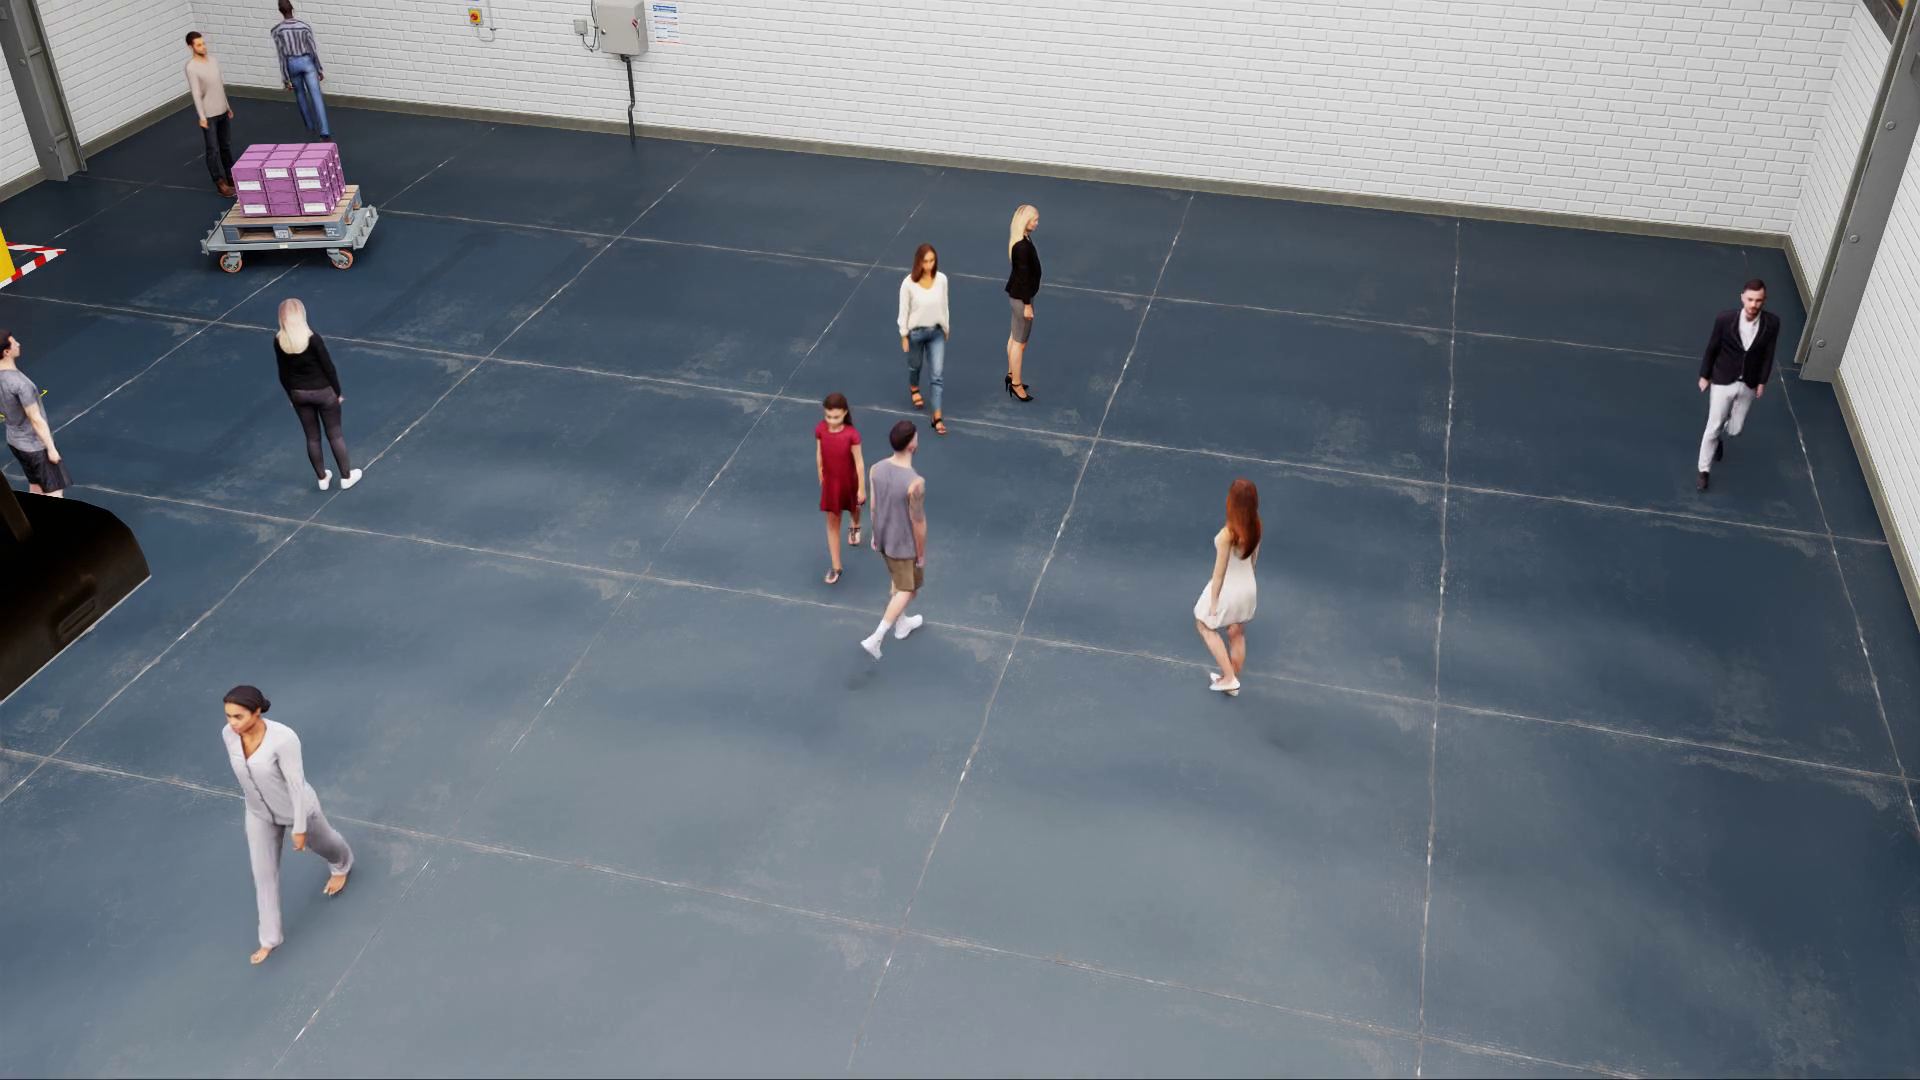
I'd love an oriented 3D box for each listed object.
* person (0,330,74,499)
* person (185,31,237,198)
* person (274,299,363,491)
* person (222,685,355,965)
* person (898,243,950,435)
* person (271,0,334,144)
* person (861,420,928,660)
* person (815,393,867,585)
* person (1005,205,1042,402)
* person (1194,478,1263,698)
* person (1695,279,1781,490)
[{"bbox_3d":[-7.146,-0.765,12.778,0.717,1.868,0.686,24,41,32],"label":"person"},{"bbox_3d":[-8.517,-4.872,18.959,0.723,1.865,0.490,10,35,15],"label":"person"},{"bbox_3d":[-5.272,-1.171,13.553,0.652,1.686,0.608,2,34,2],"label":"person"},{"bbox_3d":[-3.837,1.489,9.547,0.737,1.691,1.170,4,34,6],"label":"person"},{"bbox_3d":[-0.340,-1.826,14.584,0.972,1.635,1.153,-9,35,-13],"label":"person"},{"bbox_3d":[-7.965,-5.612,20.196,1.146,1.728,1.319,-12,35,-17],"label":"person"},{"bbox_3d":[-0.478,0.040,11.616,0.883,1.821,1.099,24,40,31],"label":"person"},{"bbox_3d":[-0.887,-0.500,12.707,0.622,1.506,1.071,6,34,10],"label":"person"},{"bbox_3d":[0.543,-2.113,14.829,0.731,1.842,0.595,-3,34,-4],"label":"person"},{"bbox_3d":[1.893,0.384,11.199,0.728,1.702,0.790,-21,39,-29],"label":"person"},{"bbox_3d":[6.349,-1.327,13.662,0.661,1.825,0.849,9,35,14],"label":"person"}]
